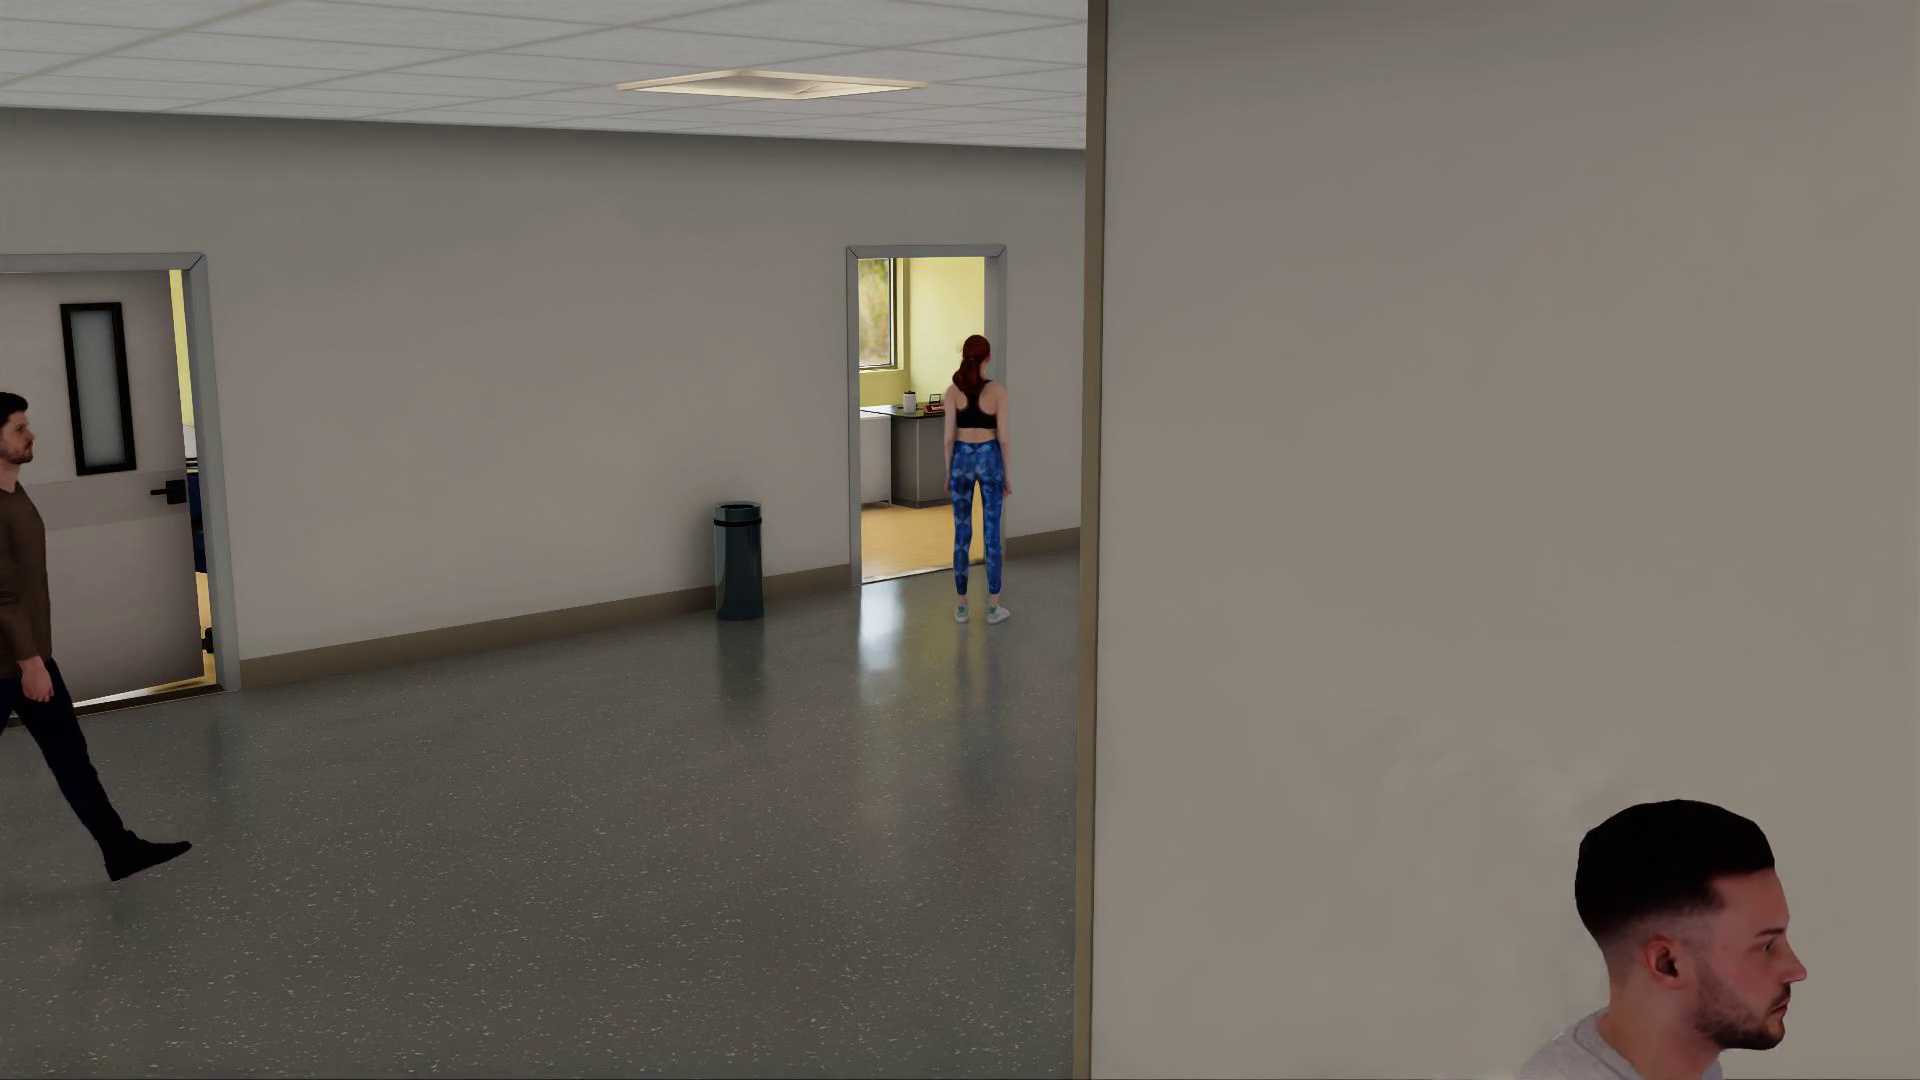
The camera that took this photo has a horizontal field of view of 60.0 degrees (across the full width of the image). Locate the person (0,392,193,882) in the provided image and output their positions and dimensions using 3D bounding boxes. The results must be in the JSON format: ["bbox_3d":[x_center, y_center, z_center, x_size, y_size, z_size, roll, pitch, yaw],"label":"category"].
[{"bbox_3d":[-3.484,0.439,5.876,1.263,1.835,0.990,-3,11,-15],"label":"person"}]

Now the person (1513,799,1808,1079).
[{"bbox_3d":[0.677,1.179,2.037,0.762,1.813,0.779,-9,14,-41],"label":"person"}]

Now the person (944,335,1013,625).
[{"bbox_3d":[0.102,-0.377,10.311,0.675,1.784,0.730,1,11,8],"label":"person"}]
